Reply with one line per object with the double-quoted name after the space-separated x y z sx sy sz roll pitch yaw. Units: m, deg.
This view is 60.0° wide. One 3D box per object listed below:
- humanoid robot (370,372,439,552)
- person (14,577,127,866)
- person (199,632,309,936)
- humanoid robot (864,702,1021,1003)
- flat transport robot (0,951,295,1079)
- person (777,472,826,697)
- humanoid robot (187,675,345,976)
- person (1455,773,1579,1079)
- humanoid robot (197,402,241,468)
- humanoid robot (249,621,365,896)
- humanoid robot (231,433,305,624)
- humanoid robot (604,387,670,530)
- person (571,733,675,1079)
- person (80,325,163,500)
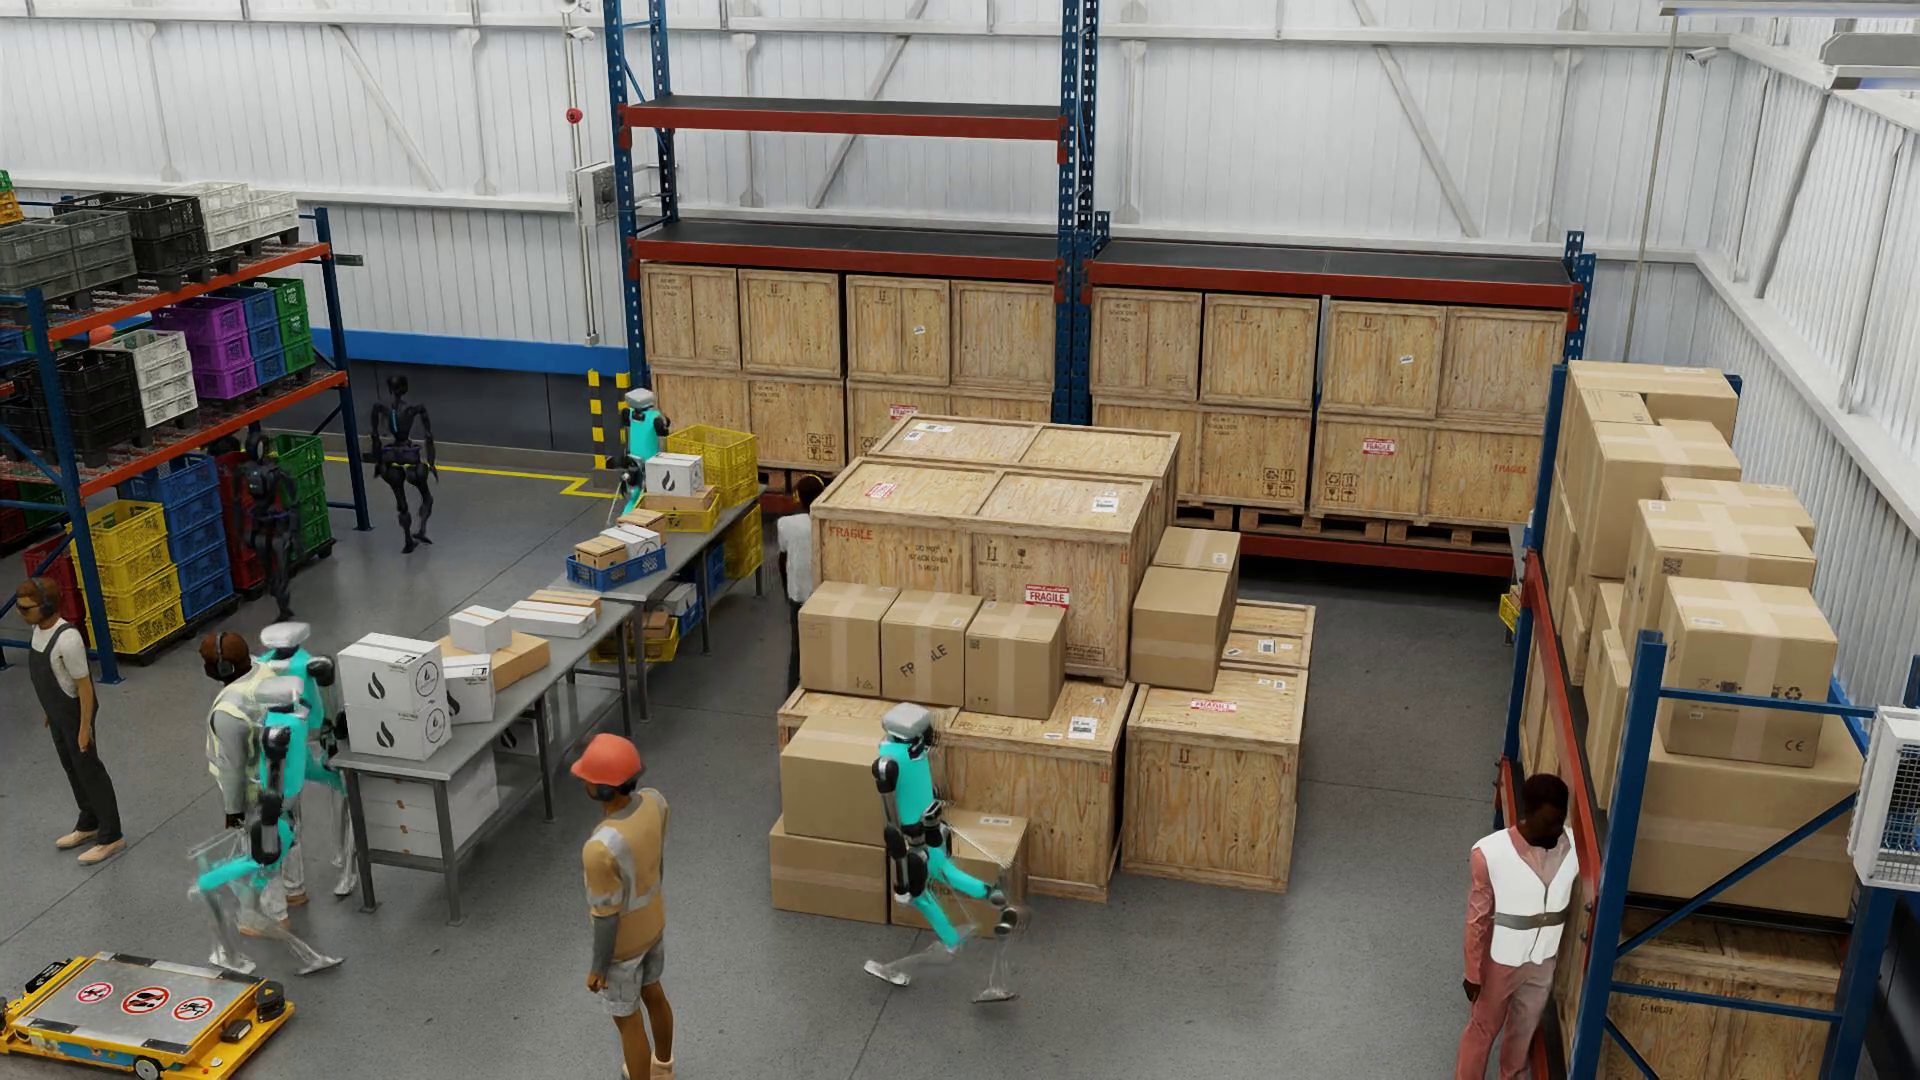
-4.988 -0.701 14.915 0.596 1.649 0.332 0 21 0 "humanoid robot"
-5.378 1.076 10.023 0.516 1.843 0.331 17 27 37 "person"
-3.959 1.355 9.317 0.429 1.834 0.632 1 21 2 "person"
-0.018 1.704 8.581 1.049 1.744 0.535 9 23 22 "humanoid robot"
-4.270 2.464 8.601 1.431 0.231 0.659 5 22 13 "flat transport robot"
-1.047 0.383 11.865 0.536 1.821 0.955 6 22 16 "person"
-3.871 1.588 8.860 0.949 1.740 0.551 -6 22 -15 "humanoid robot"
2.579 1.929 7.693 0.592 1.918 0.392 -7 22 -17 "person"
-7.014 -0.994 15.742 0.589 1.643 0.676 15 25 34 "humanoid robot"
-3.738 1.225 9.858 0.539 1.837 0.811 2 21 6 "humanoid robot"
-5.507 -0.049 13.205 0.590 1.643 0.555 2 21 5 "humanoid robot"
-2.787 -0.345 13.896 0.538 1.784 0.743 17 27 38 "humanoid robot"
-1.572 1.824 7.786 0.365 2.048 0.607 6 22 15 "person"
-7.621 -0.985 15.167 0.610 2.030 0.400 -6 22 -16 "person"
